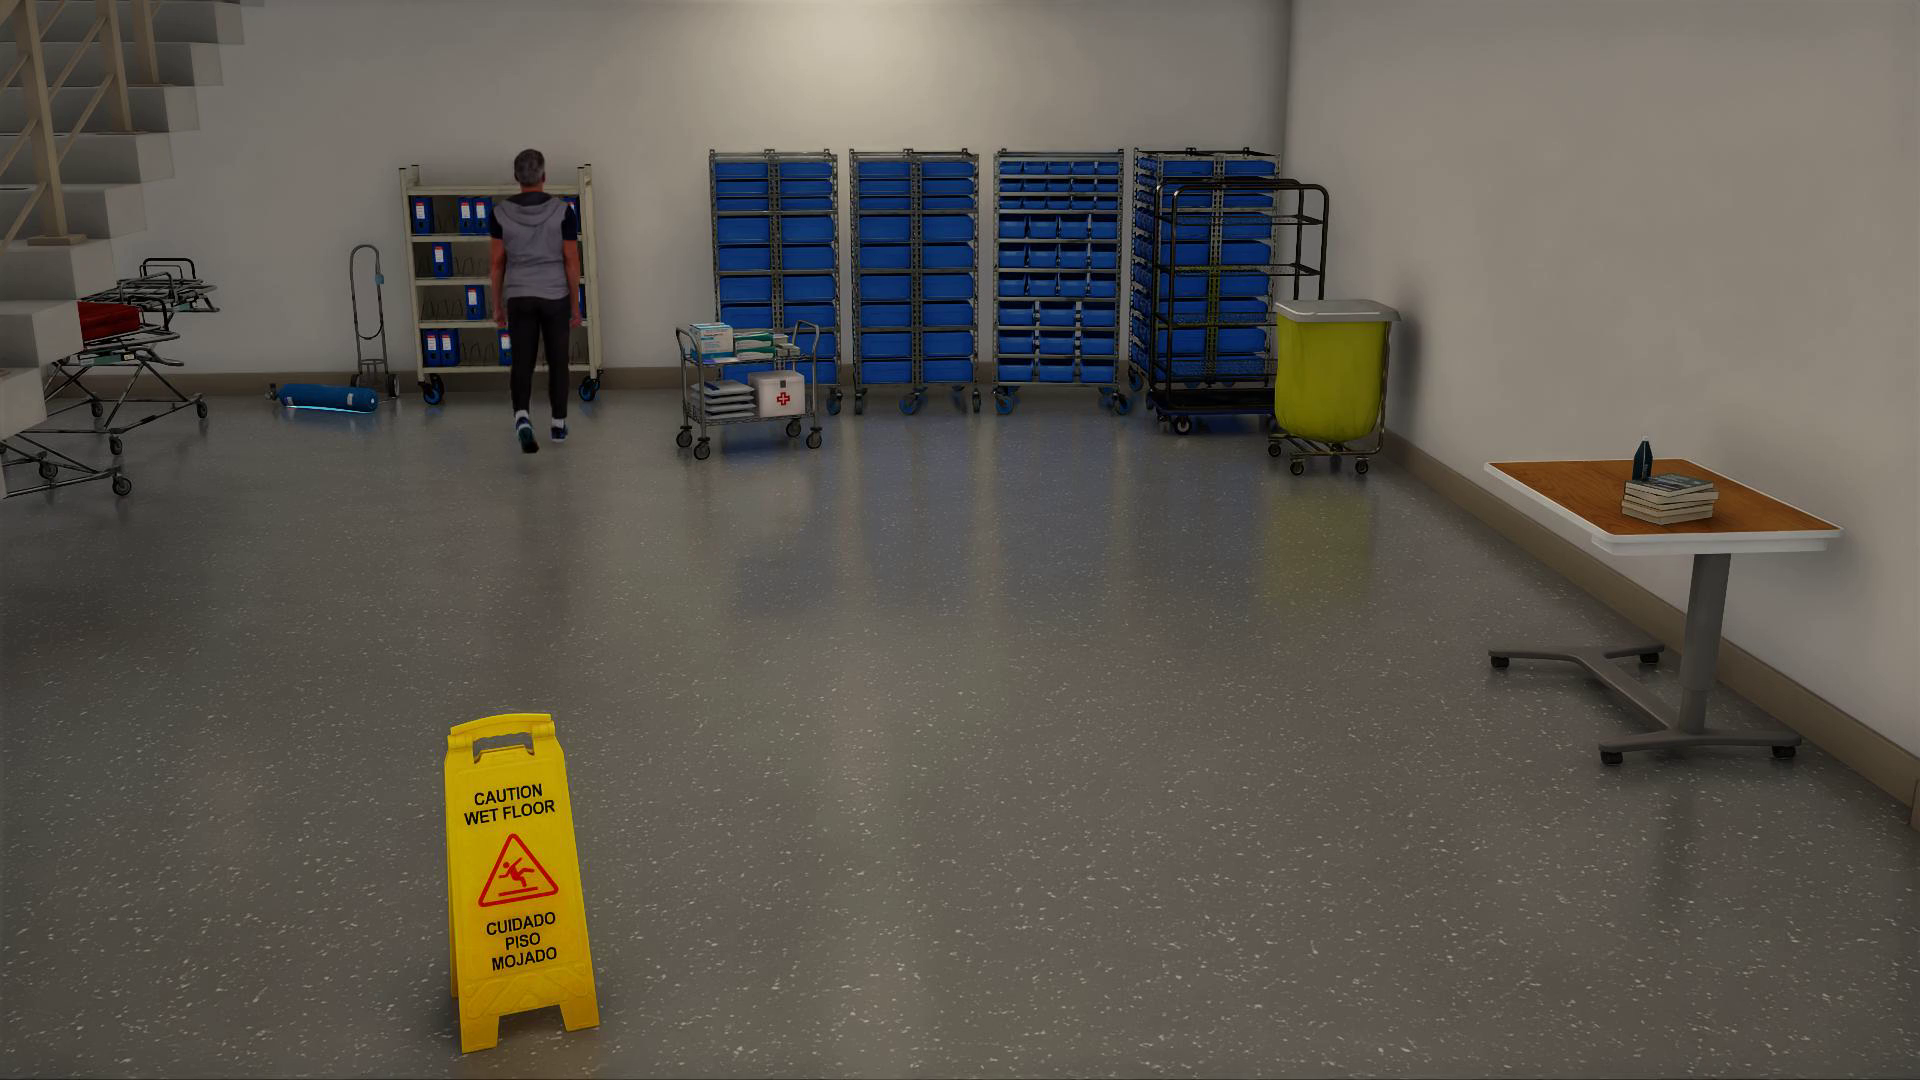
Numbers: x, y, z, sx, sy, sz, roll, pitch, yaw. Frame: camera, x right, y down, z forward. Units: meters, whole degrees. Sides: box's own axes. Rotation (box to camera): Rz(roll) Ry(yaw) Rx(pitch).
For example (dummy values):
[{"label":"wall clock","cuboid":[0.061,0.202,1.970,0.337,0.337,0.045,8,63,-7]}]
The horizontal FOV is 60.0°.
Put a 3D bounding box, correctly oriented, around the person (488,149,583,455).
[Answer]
[{"label":"person","cuboid":[-2.546,-1.396,9.982,0.731,1.803,1.144,-2,16,-8]}]
